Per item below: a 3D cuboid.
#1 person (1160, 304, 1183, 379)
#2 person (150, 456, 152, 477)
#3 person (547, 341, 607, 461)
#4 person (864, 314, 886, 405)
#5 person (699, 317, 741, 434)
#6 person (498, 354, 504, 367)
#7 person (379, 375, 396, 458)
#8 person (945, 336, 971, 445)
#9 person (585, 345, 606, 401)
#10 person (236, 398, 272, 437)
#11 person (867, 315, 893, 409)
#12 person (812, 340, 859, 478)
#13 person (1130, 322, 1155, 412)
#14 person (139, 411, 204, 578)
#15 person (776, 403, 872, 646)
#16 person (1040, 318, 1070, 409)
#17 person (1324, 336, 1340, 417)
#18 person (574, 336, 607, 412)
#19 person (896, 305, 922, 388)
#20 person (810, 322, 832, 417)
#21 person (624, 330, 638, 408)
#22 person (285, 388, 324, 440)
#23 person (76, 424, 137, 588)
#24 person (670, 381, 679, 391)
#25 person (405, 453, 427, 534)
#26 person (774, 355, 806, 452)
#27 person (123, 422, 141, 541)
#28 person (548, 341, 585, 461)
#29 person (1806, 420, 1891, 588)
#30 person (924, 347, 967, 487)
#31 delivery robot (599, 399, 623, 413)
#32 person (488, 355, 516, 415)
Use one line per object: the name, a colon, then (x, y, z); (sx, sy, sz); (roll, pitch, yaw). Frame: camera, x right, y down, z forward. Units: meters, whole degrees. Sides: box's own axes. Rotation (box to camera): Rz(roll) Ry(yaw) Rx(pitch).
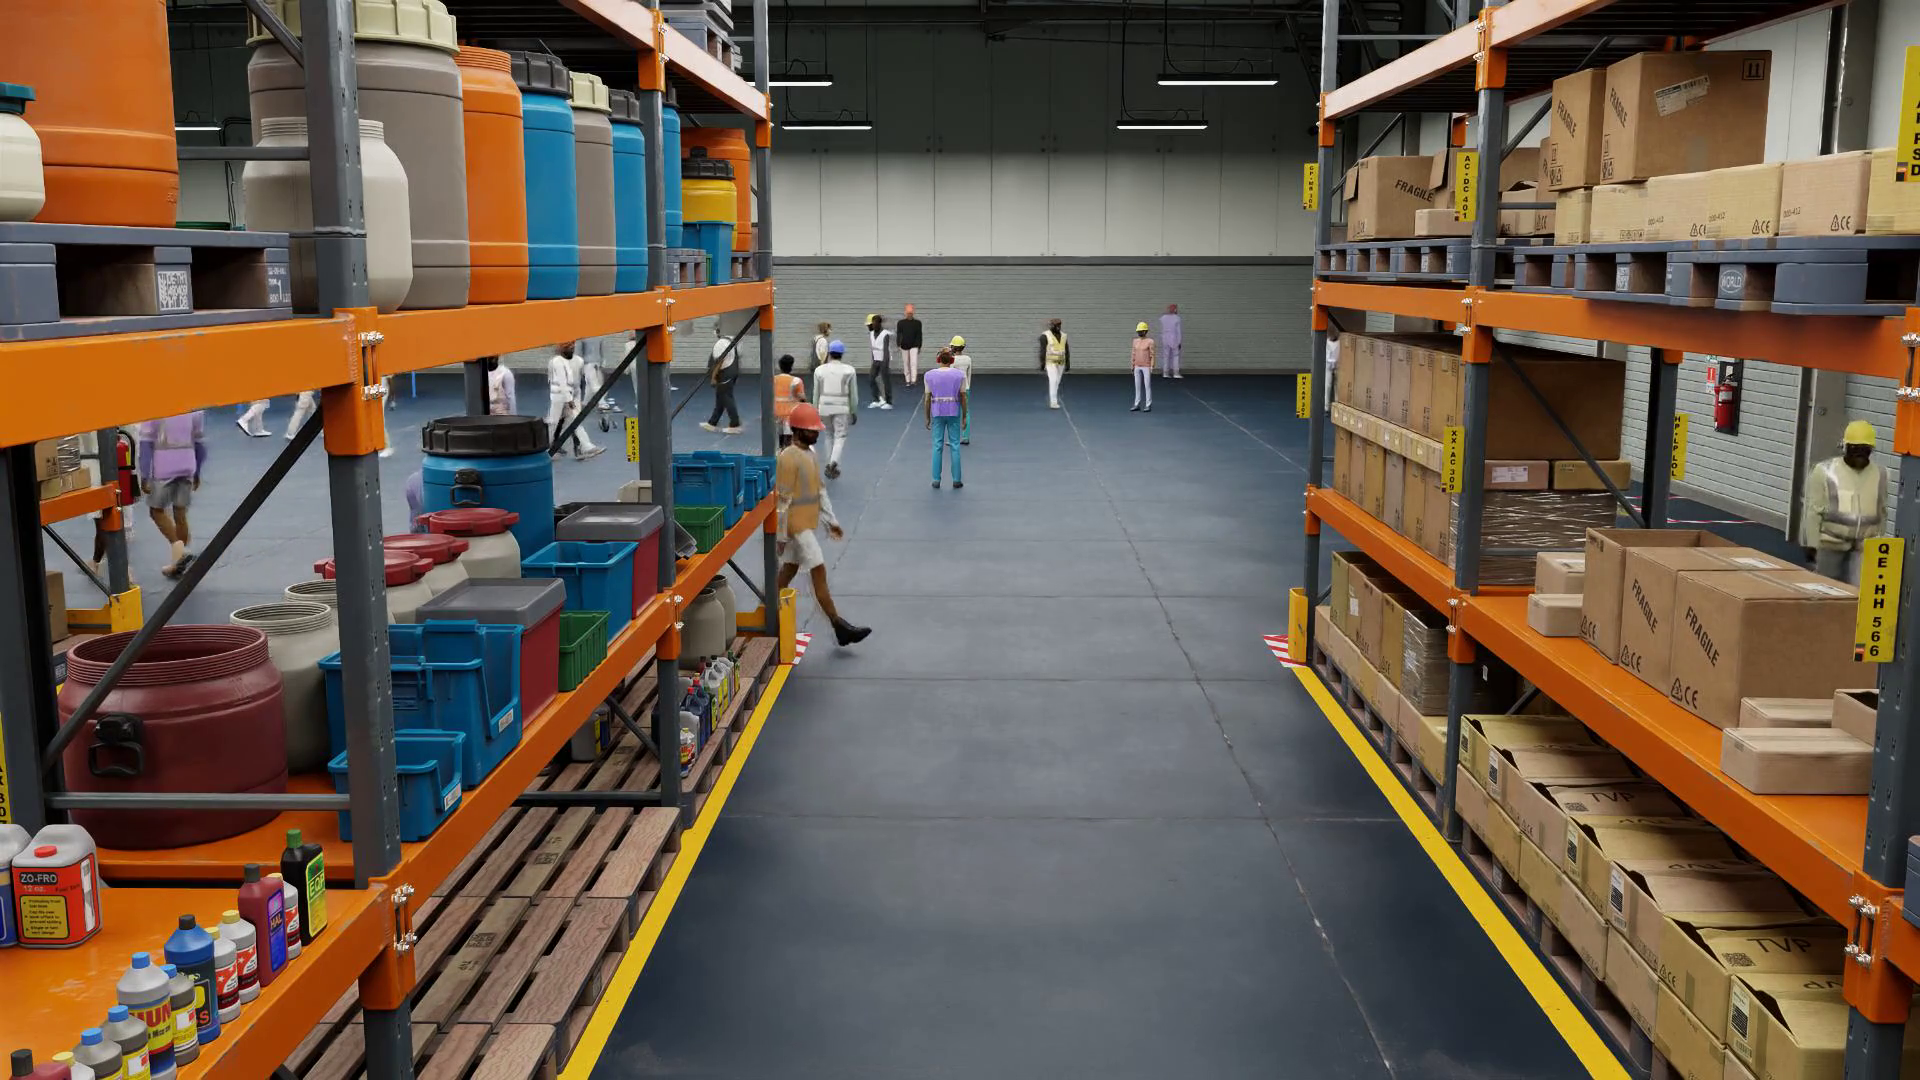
person: (5.406, -5.059, 42.357); (0.661, 1.900, 0.434); (8, 13, 41)
person: (-11.011, -1.743, 22.659); (0.535, 1.850, 0.633); (-8, 13, -41)
person: (-5.839, -2.100, 24.831); (1.027, 1.824, 0.587); (1, 10, 6)
person: (-1.720, -3.742, 34.535); (0.562, 1.879, 0.618); (-1, 9, -4)
person: (-4.177, -2.849, 28.838); (0.837, 2.000, 0.701); (1, 10, 8)
person: (-8.822, -3.258, 31.444); (0.402, 1.944, 0.605); (-6, 11, -32)
person: (-8.804, -2.116, 25.002); (0.534, 1.818, 1.004); (2, 10, 12)
person: (-0.031, -2.418, 26.941); (0.305, 1.772, 0.525); (9, 13, 43)
person: (-7.555, -3.585, 34.428); (0.527, 1.601, 0.829); (1, 10, 7)
person: (-11.935, -2.659, 28.040); (0.691, 1.882, 0.573); (9, 13, 44)
person: (-1.631, -3.586, 33.555); (0.630, 1.890, 0.617); (-8, 12, -40)
person: (-1.709, -1.761, 22.604); (0.648, 1.909, 0.810); (2, 10, 11)
person: (3.624, -3.441, 33.080); (0.534, 1.767, 0.320); (8, 12, 39)
person: (-7.374, -0.639, 15.582); (0.586, 2.002, 0.669); (6, 11, 34)
person: (-1.156, -0.114, 12.799); (0.968, 1.880, 0.552); (2, 10, 10)
person: (1.981, -3.548, 33.528); (0.654, 1.825, 0.634); (-6, 11, -33)
person: (7.233, -3.304, 32.177); (0.588, 1.804, 0.891); (2, 10, 14)
person: (-7.321, -3.473, 32.943); (0.946, 1.894, 0.632); (6, 11, 33)
person: (-1.199, -4.587, 39.440); (0.607, 1.943, 1.045); (0, 9, 0)
person: (-2.595, -3.243, 31.738); (0.694, 1.813, 0.538); (-5, 11, -27)
person: (-6.557, -3.485, 33.771); (0.518, 1.610, 0.404); (-7, 11, -34)
person: (-10.895, -2.454, 27.699); (0.883, 1.589, 0.517); (-8, 13, -41)
person: (-7.839, -0.548, 15.147); (1.091, 1.986, 0.622); (7, 12, 35)
person: (-6.757, -4.276, 37.731); (0.875, 1.873, 0.668); (-1, 10, -9)
person: (-3.390, 0.172, 11.102); (0.638, 1.885, 1.037); (0, 9, 0)
person: (-2.388, -1.751, 23.241); (0.553, 1.653, 0.835); (3, 10, 16)
person: (-8.958, -0.898, 17.530); (0.616, 1.867, 0.531); (0, 9, -3)
person: (-5.994, -2.177, 25.196); (0.618, 1.888, 1.060); (-6, 11, -32)
person: (6.673, -0.028, 12.551); (0.592, 1.800, 0.879); (2, 10, 11)
person: (-0.186, -1.611, 21.878); (0.566, 1.846, 0.389); (0, 9, 2)
delivery robot: (-6.161, -2.383, 29.434); (0.335, 0.223, 0.698); (-5, 11, -30)
person: (-6.334, -1.721, 22.694); (0.644, 1.802, 0.952); (5, 11, 28)
